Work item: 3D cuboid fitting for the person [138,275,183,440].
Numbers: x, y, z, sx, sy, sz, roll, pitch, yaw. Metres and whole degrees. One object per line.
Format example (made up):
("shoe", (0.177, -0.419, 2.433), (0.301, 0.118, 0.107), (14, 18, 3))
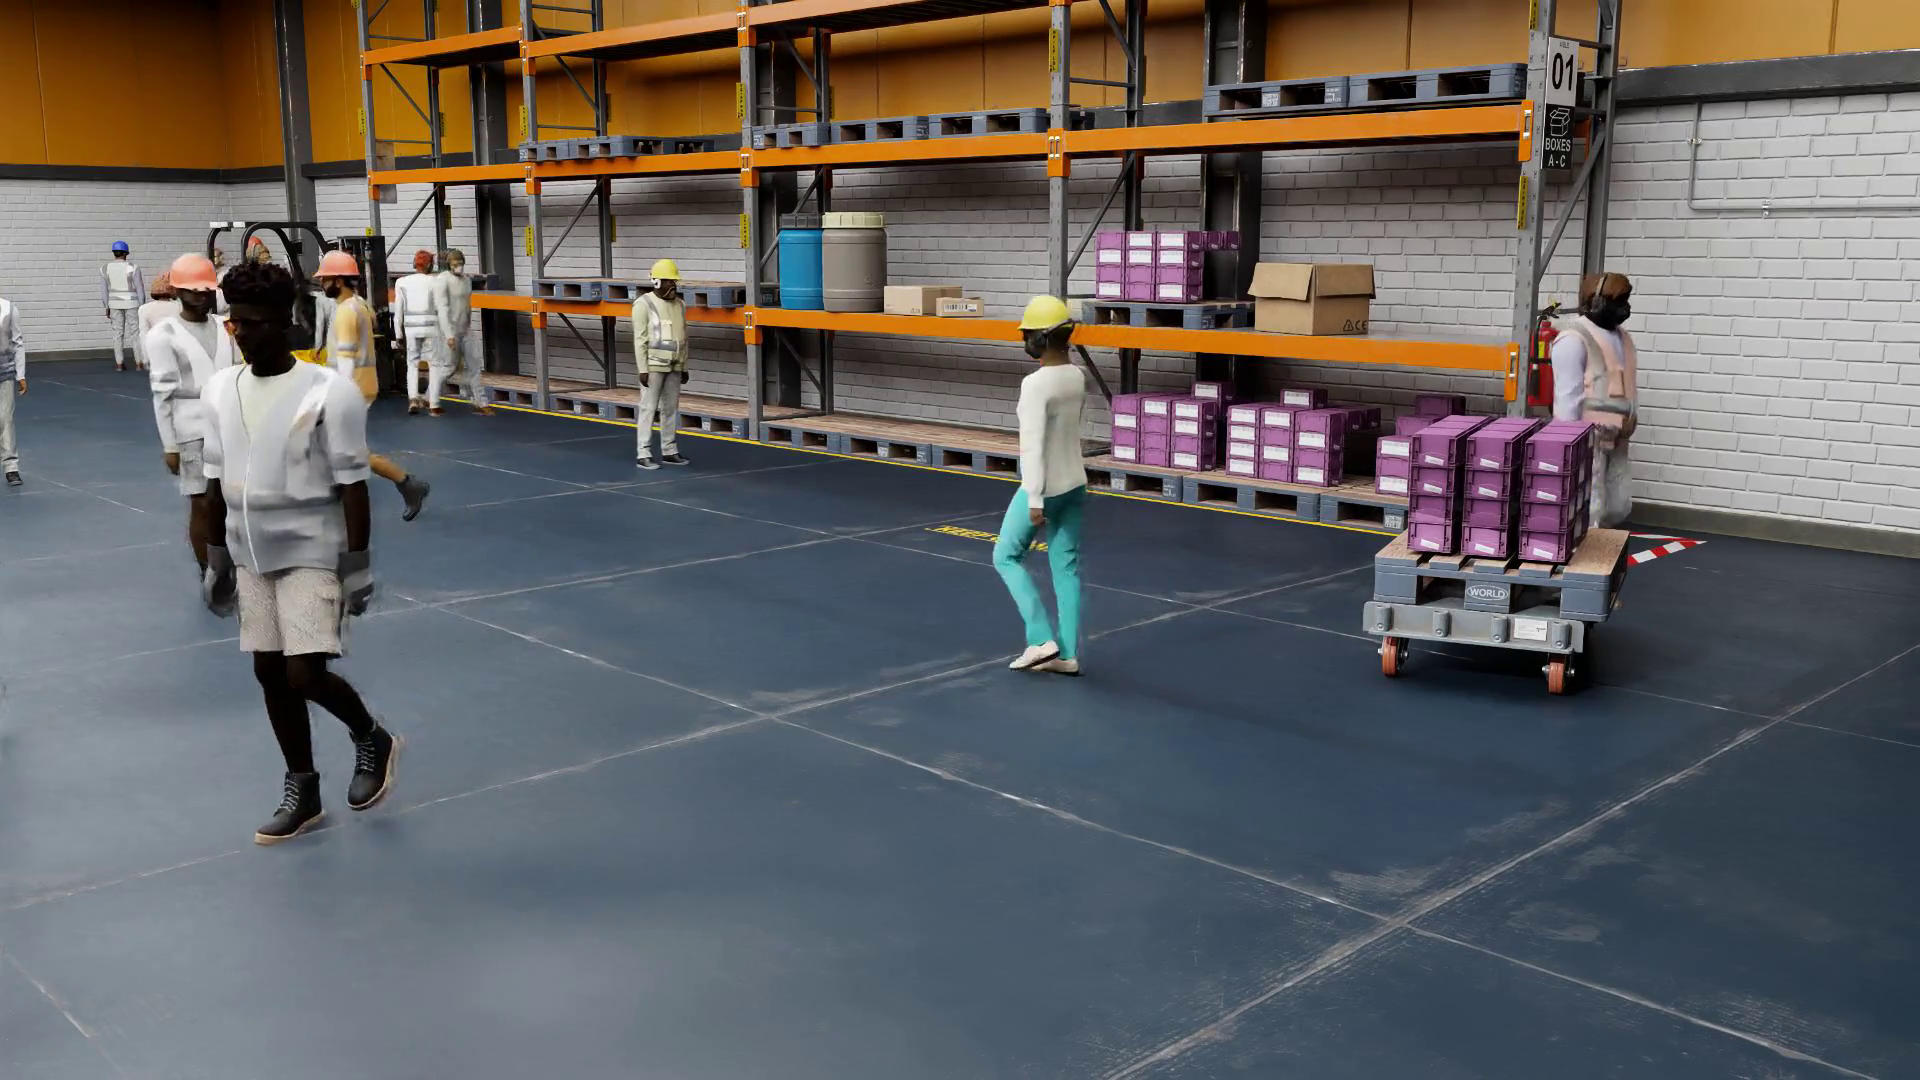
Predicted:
("person", (-7.826, -1.800, 16.468), (0.504, 1.631, 0.279), (-4, 11, -22))

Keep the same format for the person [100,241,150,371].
("person", (-12.469, -3.487, 24.835), (0.602, 1.939, 0.397), (-1, 10, -7))

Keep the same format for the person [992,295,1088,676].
("person", (0.393, -0.238, 7.620), (0.418, 1.749, 0.536), (8, 13, 37))

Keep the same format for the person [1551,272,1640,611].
("person", (3.434, -0.544, 9.096), (0.640, 1.828, 0.542), (-8, 13, -36))

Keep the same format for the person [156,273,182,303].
("person", (-8.148, -2.019, 17.484), (0.540, 1.697, 0.317), (-1, 10, -6))

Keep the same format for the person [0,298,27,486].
("person", (-7.845, -1.331, 13.378), (0.600, 1.827, 0.403), (-7, 12, -33))

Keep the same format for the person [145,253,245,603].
("person", (-4.071, -0.578, 9.012), (0.399, 1.924, 0.583), (7, 12, 32))

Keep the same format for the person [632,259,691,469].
("person", (-2.579, -1.524, 14.487), (0.415, 1.821, 0.609), (7, 13, 35))

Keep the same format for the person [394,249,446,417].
("person", (-5.997, -2.299, 18.563), (0.611, 1.865, 0.431), (0, 10, -2))

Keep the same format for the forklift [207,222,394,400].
("forklift", (-8.169, -2.758, 20.163), (2.313, 2.155, 1.214), (-10, 14, -44))

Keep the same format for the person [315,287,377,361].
("person", (-6.451, -2.029, 17.500), (0.610, 1.702, 0.591), (-2, 11, -11))

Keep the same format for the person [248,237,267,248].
("person", (-10.441, -3.497, 24.729), (0.378, 1.995, 0.622), (-2, 11, -9))

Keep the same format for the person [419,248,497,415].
("person", (-5.711, -2.322, 18.673), (0.866, 1.903, 0.649), (4, 11, 20))

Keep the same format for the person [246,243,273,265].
("person", (-7.072, -2.028, 16.880), (0.372, 1.940, 0.632), (-1, 10, -7))

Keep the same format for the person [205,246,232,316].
("person", (-10.194, -3.119, 23.012), (0.638, 1.880, 0.895), (-2, 11, -10))

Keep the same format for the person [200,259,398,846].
("person", (-2.237, 0.044, 5.568), (0.605, 1.952, 0.462), (4, 11, 19))

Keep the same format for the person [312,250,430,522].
("person", (-4.067, -1.009, 11.362), (0.688, 1.922, 0.547), (-3, 11, -14))
